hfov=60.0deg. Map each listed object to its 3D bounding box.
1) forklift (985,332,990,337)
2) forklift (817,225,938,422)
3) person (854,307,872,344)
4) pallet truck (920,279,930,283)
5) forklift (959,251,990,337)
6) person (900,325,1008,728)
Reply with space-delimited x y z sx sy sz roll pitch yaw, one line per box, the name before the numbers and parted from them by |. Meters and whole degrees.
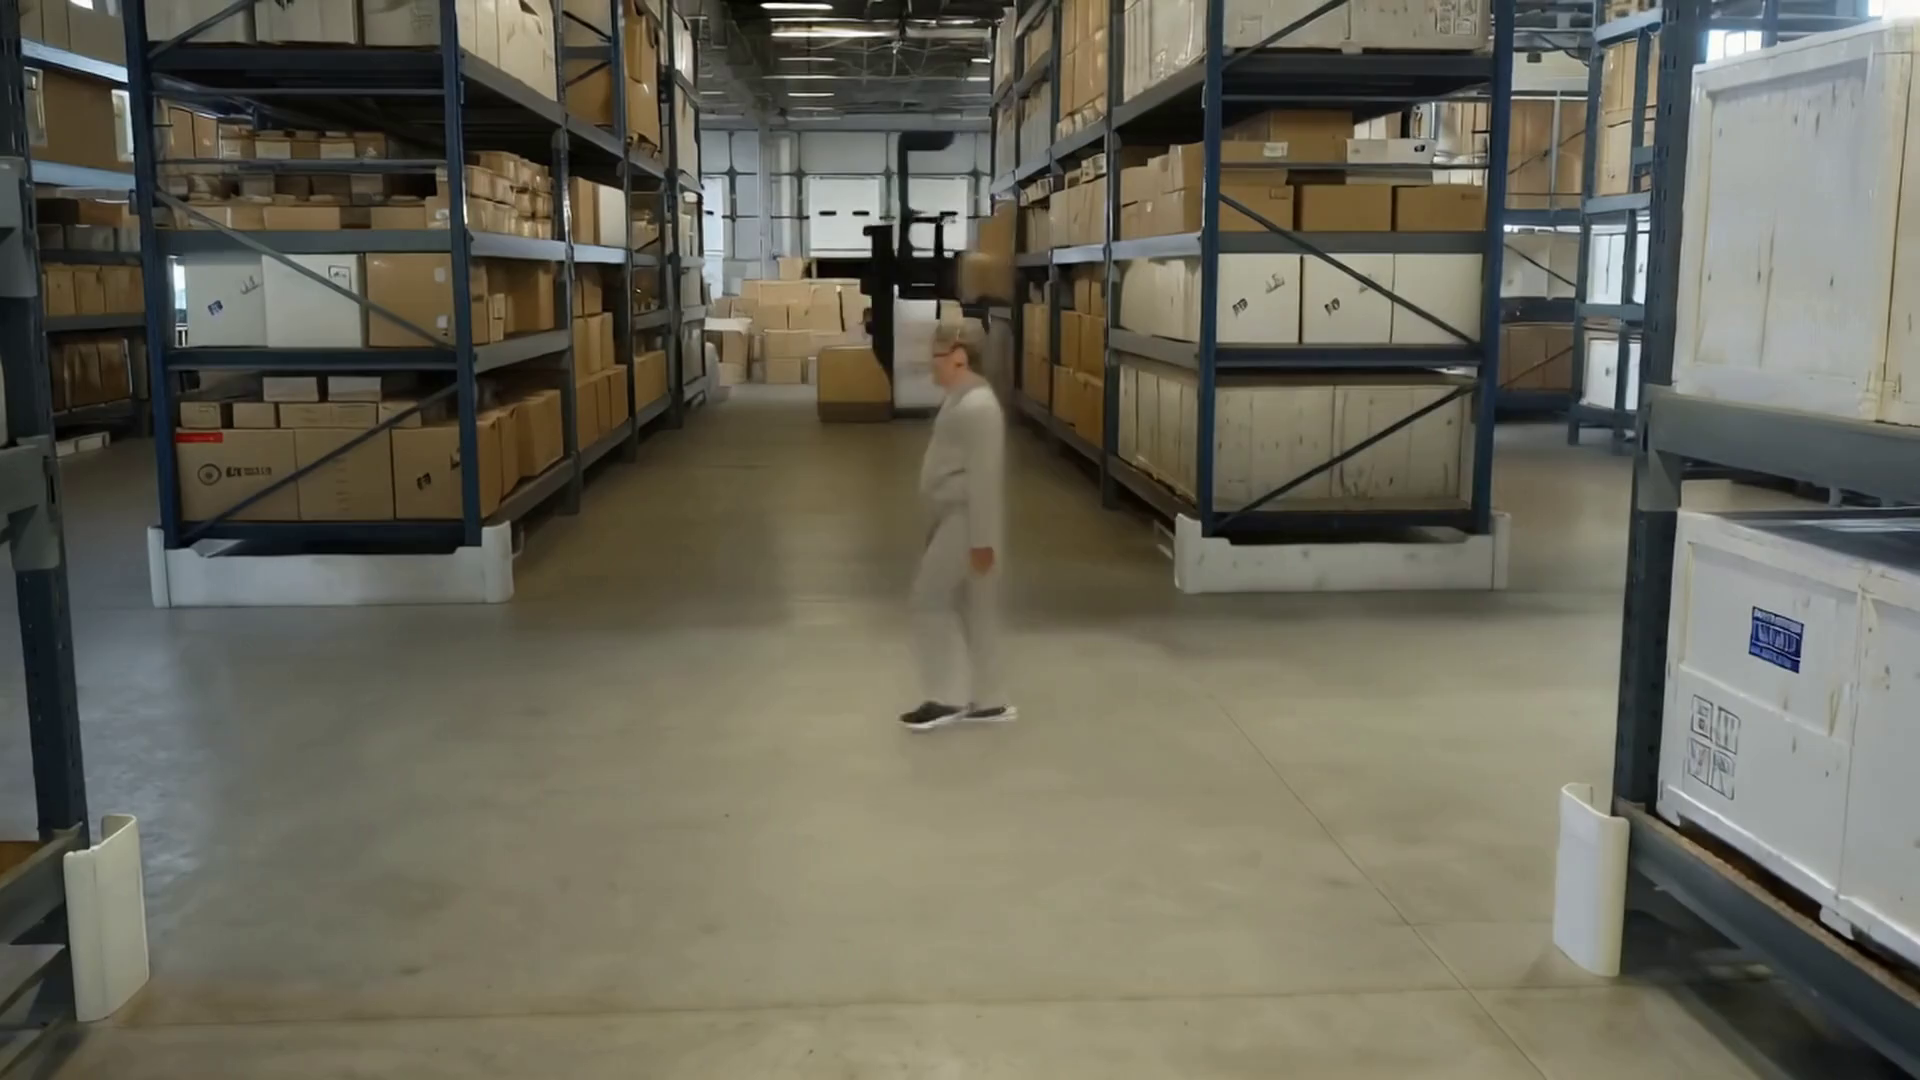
forklift | 1.406 -4.191 30.647 1.129 2.768 1.873 8 12 40
forklift | -1.144 -3.147 24.088 1.873 2.768 1.129 -1 9 -4
person | -1.414 -2.926 26.672 0.530 1.599 0.819 -8 12 -42
pallet truck | -0.932 -8.922 63.114 1.885 1.965 0.823 2 9 13
forklift | 0.431 -7.232 49.740 1.129 2.768 1.873 -1 9 -4
person | -0.065 -0.059 7.802 0.663 1.881 0.664 0 9 2
